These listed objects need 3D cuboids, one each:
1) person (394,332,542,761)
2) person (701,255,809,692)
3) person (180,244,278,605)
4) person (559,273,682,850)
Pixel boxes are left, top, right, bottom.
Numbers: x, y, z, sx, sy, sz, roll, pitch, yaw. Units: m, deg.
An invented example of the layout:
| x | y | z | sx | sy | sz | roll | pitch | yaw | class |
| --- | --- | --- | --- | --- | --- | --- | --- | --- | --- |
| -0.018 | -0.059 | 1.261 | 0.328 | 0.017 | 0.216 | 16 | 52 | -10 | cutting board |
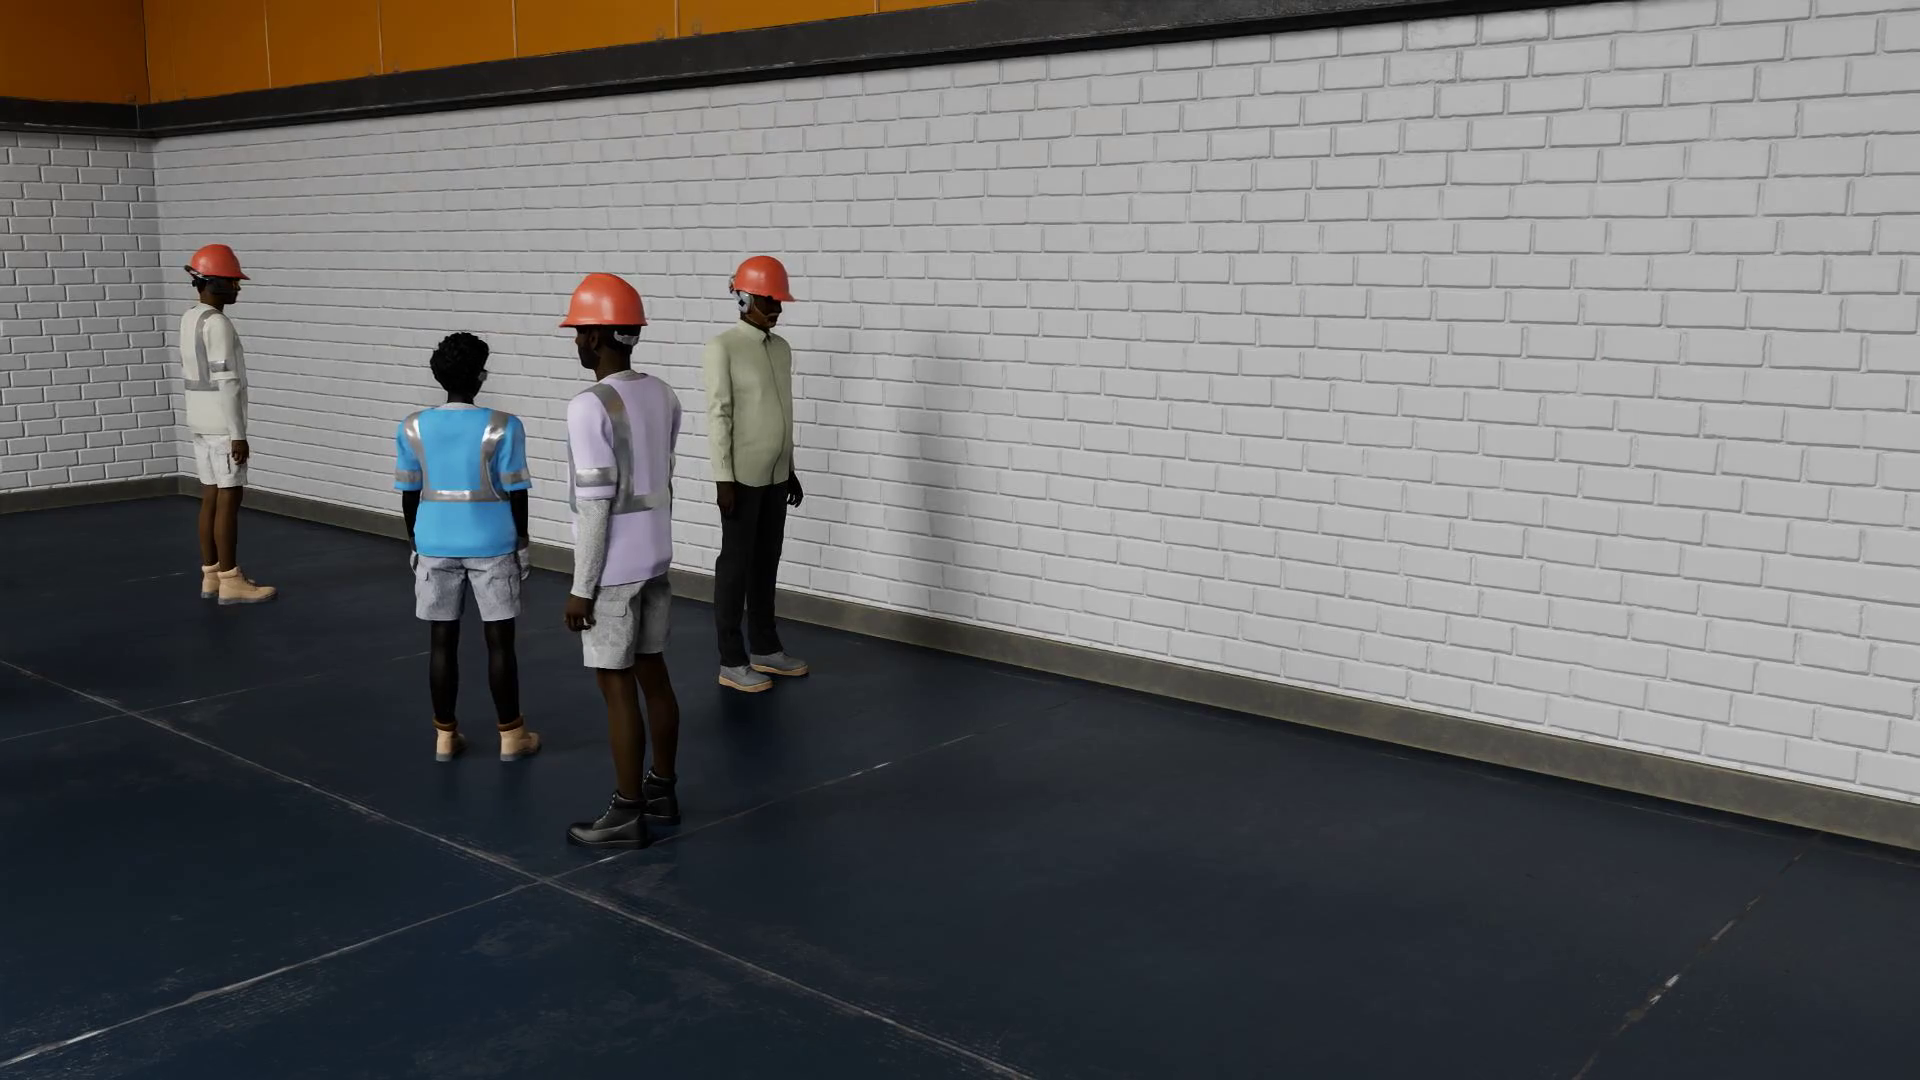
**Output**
| x | y | z | sx | sy | sz | roll | pitch | yaw | class |
| --- | --- | --- | --- | --- | --- | --- | --- | --- | --- |
| -1.934 | 0.037 | 6.544 | 0.536 | 1.696 | 0.322 | 1 | 10 | 4 | person |
| -0.932 | -0.311 | 7.699 | 0.391 | 1.989 | 0.611 | 5 | 11 | 27 | person |
| -4.201 | -0.656 | 9.514 | 0.382 | 2.040 | 0.616 | -9 | 13 | -41 | person |
| -1.159 | 0.080 | 5.621 | 0.357 | 1.938 | 0.542 | 3 | 11 | 19 | person |
